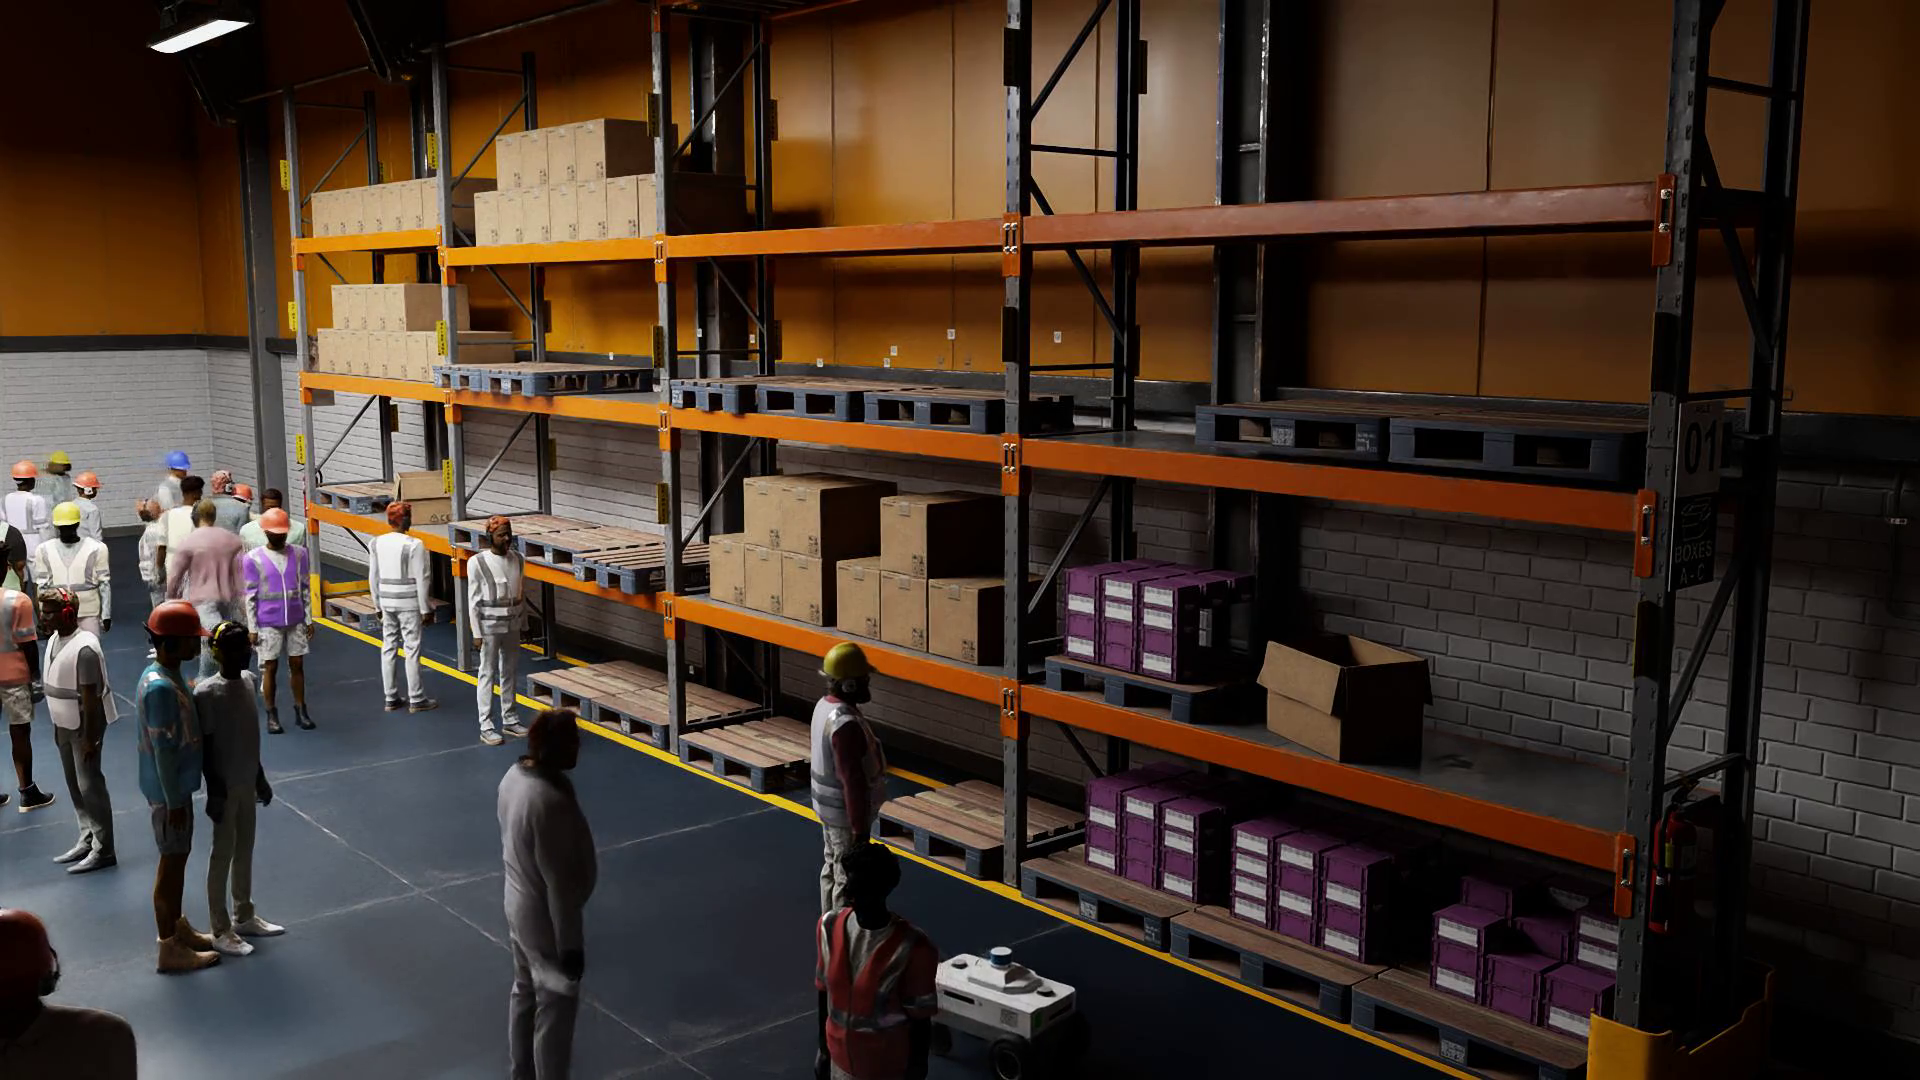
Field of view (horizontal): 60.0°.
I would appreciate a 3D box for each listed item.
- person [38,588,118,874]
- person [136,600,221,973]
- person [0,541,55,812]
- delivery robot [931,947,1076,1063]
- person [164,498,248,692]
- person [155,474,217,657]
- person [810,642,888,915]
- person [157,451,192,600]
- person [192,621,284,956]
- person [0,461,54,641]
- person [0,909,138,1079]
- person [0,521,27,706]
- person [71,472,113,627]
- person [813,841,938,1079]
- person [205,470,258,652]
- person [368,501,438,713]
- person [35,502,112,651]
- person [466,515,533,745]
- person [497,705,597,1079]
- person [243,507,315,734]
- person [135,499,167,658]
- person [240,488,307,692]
[{"bbox_3d":[-5.652,1.207,10.684,0.560,1.837,0.389,7,11,40],"label":"person"},{"bbox_3d":[-4.271,1.334,9.109,0.404,2.035,0.606,-3,9,-21],"label":"person"},{"bbox_3d":[-6.833,0.972,11.848,0.603,1.966,0.368,0,8,0],"label":"person"},{"bbox_3d":[0.195,2.190,7.939,0.707,0.478,0.477,7,11,39],"label":"delivery robot"},{"bbox_3d":[-6.746,0.565,15.006,1.051,1.890,0.631,4,9,26],"label":"person"},{"bbox_3d":[-7.776,0.312,16.654,0.631,1.920,0.992,2,8,13],"label":"person"},{"bbox_3d":[-0.593,1.454,8.960,0.404,1.833,0.597,-3,9,-19],"label":"person"},{"bbox_3d":[-9.039,-0.087,19.365,0.443,1.920,0.611,2,8,11],"label":"person"},{"bbox_3d":[-4.075,1.375,9.377,0.331,1.874,0.519,2,8,12],"label":"person"},{"bbox_3d":[-10.006,0.117,17.886,0.544,1.939,0.372,2,8,12],"label":"person"},{"bbox_3d":[-2.624,1.990,4.715,0.620,1.986,0.408,-4,9,-24],"label":"person"},{"bbox_3d":[-8.653,0.520,14.729,0.535,2.000,0.681,4,9,28],"label":"person"},{"bbox_3d":[-9.732,0.111,18.614,0.557,1.744,0.347,6,10,35],"label":"person"},{"bbox_3d":[-0.315,1.927,6.174,0.529,1.689,0.322,5,10,33],"label":"person"},{"bbox_3d":[-7.577,0.233,17.186,0.643,1.910,0.400,1,8,8],"label":"person"},{"bbox_3d":[-4.956,0.595,14.760,0.574,1.881,0.357,3,9,19],"label":"person"},{"bbox_3d":[-7.703,0.618,14.487,0.587,1.920,0.386,-2,8,-12],"label":"person"},{"bbox_3d":[-3.804,0.735,13.782,0.354,1.883,0.573,6,10,35],"label":"person"},{"bbox_3d":[-1.790,1.655,7.317,0.401,1.904,0.655,-5,10,-31],"label":"person"},{"bbox_3d":[-5.731,0.677,14.051,0.549,1.927,0.393,-7,11,-41],"label":"person"},{"bbox_3d":[-8.232,0.390,17.034,0.310,1.636,0.523,-3,9,-20],"label":"person"},{"bbox_3d":[-6.416,0.459,15.605,0.587,1.913,0.398,-3,9,-23],"label":"person"}]
